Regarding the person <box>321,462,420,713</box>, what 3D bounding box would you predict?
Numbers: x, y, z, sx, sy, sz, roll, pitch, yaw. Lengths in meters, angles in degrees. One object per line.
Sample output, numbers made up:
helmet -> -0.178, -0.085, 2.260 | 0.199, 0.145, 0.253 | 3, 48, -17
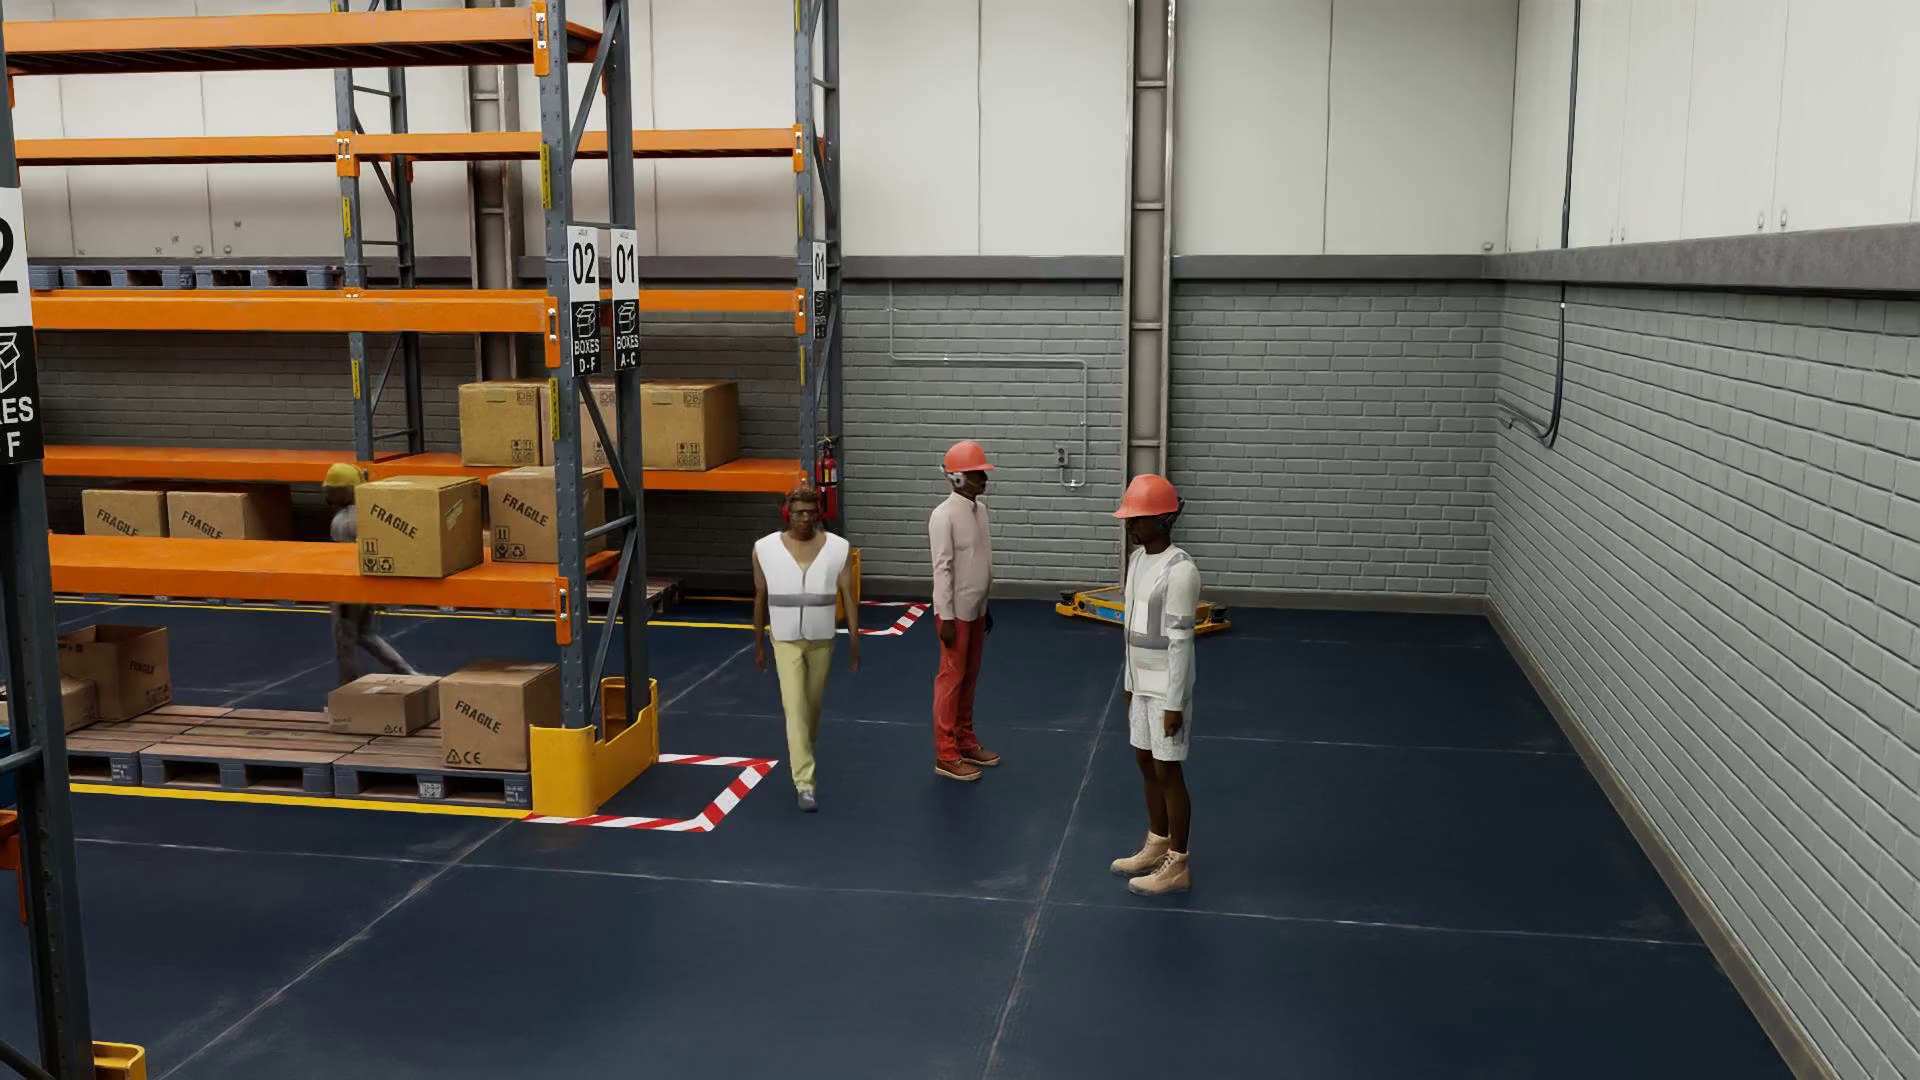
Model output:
person -> -4.015, 0.331, 11.170 | 0.570, 1.724, 0.490 | 2, 9, 10

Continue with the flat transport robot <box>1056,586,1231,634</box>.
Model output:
flat transport robot -> 1.536, 0.588, 14.108 | 0.652, 0.197, 1.431 | -8, 12, -40

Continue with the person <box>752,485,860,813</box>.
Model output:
person -> -0.890, 0.565, 9.538 | 0.587, 1.800, 0.979 | -2, 9, -14

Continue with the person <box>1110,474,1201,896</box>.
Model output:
person -> 0.926, 0.694, 8.026 | 0.400, 2.036, 0.601 | -3, 10, -19

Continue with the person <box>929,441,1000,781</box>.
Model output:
person -> 0.038, 0.410, 9.891 | 0.397, 1.992, 0.623 | 4, 10, 23
